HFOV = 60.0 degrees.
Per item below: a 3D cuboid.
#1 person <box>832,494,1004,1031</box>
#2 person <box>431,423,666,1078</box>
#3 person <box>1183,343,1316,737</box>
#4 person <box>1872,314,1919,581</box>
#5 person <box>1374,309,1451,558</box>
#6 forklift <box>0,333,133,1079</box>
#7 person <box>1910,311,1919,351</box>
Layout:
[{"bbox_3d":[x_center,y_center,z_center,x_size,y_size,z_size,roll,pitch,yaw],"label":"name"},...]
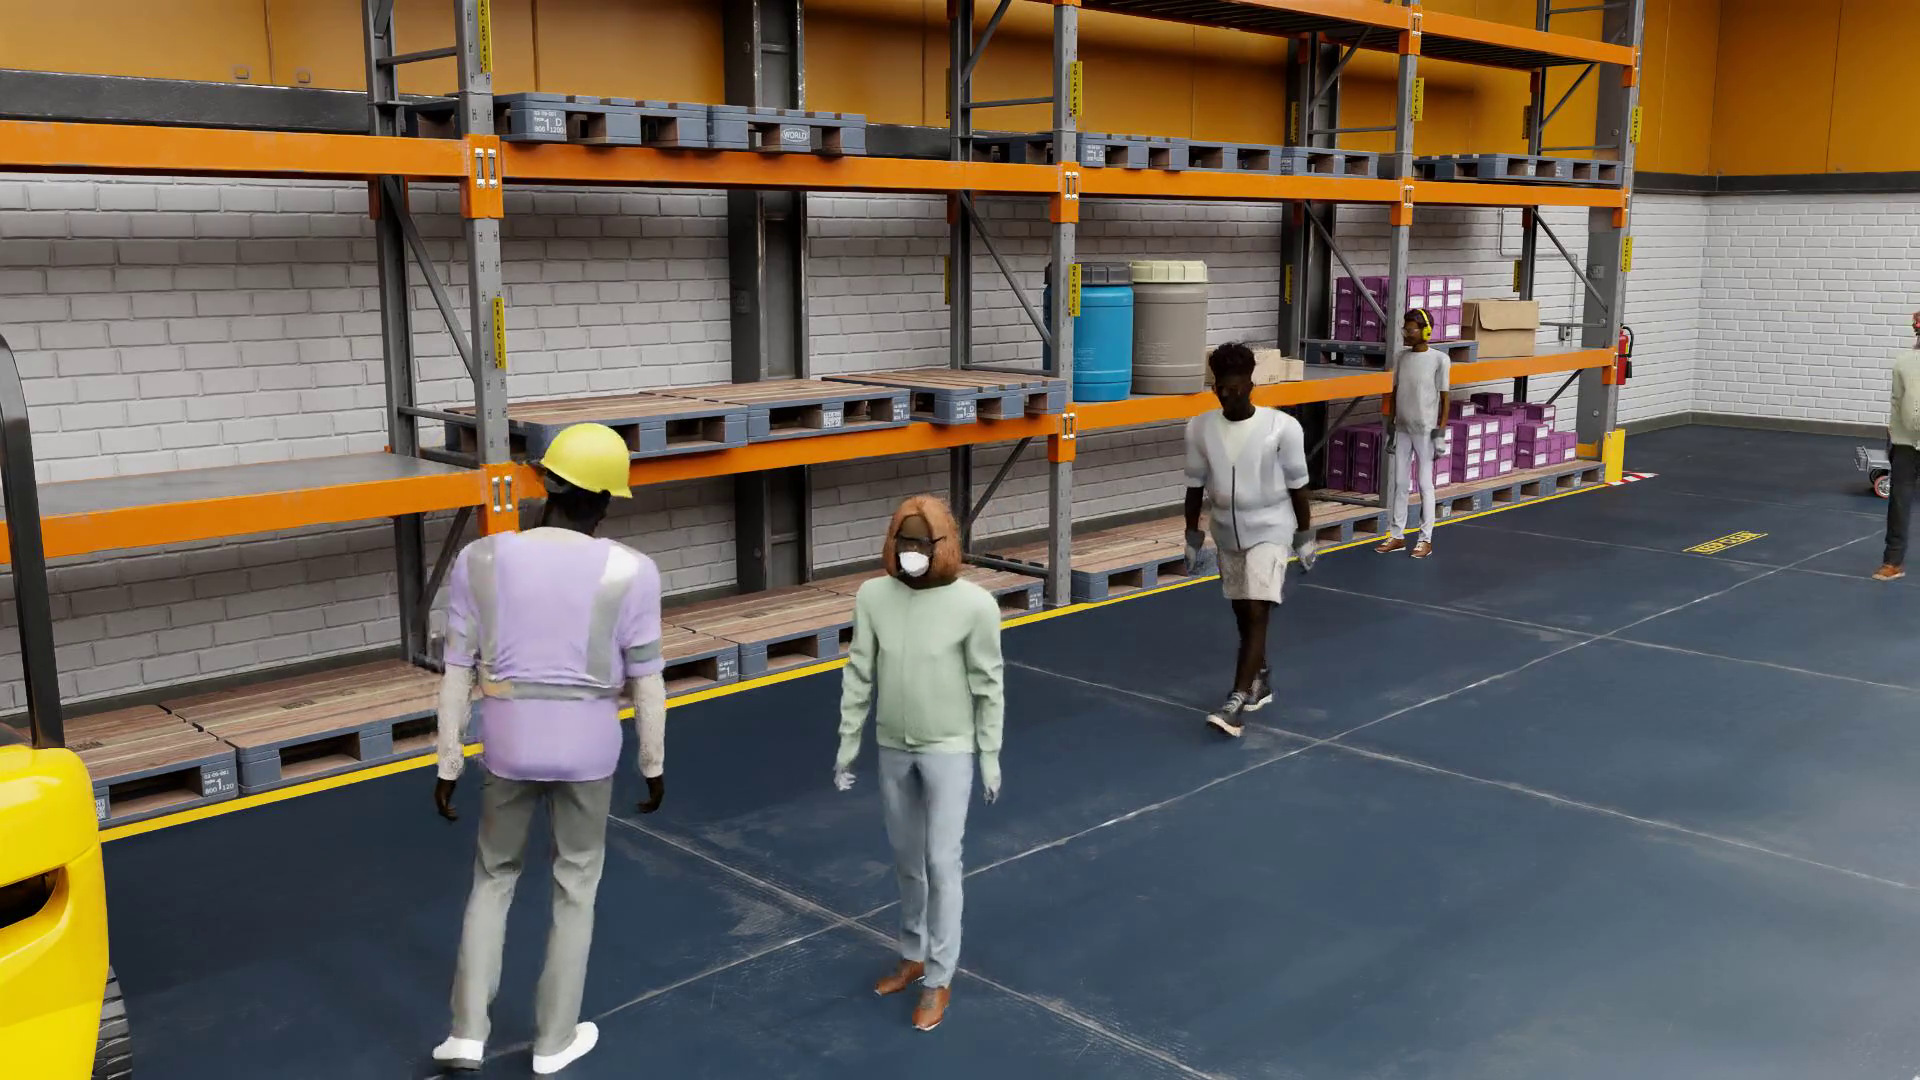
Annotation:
[{"bbox_3d":[-0.137,0.667,5.144,0.521,1.630,0.373,6,12,29],"label":"person"},{"bbox_3d":[-1.168,0.613,4.743,0.661,1.879,0.511,0,10,-2],"label":"person"},{"bbox_3d":[1.372,-0.013,8.136,0.632,1.890,0.960,7,13,35],"label":"person"},{"bbox_3d":[6.879,-0.700,11.710,0.930,1.964,0.627,-7,12,-33],"label":"person"},{"bbox_3d":[3.412,-0.797,12.485,0.330,1.861,0.518,-9,14,-40],"label":"person"},{"bbox_3d":[-3.289,0.485,4.582,1.214,2.155,2.313,-10,14,-44],"label":"forklift"},{"bbox_3d":[10.308,-1.635,17.731,0.763,1.611,0.510,10,14,42],"label":"person"}]
